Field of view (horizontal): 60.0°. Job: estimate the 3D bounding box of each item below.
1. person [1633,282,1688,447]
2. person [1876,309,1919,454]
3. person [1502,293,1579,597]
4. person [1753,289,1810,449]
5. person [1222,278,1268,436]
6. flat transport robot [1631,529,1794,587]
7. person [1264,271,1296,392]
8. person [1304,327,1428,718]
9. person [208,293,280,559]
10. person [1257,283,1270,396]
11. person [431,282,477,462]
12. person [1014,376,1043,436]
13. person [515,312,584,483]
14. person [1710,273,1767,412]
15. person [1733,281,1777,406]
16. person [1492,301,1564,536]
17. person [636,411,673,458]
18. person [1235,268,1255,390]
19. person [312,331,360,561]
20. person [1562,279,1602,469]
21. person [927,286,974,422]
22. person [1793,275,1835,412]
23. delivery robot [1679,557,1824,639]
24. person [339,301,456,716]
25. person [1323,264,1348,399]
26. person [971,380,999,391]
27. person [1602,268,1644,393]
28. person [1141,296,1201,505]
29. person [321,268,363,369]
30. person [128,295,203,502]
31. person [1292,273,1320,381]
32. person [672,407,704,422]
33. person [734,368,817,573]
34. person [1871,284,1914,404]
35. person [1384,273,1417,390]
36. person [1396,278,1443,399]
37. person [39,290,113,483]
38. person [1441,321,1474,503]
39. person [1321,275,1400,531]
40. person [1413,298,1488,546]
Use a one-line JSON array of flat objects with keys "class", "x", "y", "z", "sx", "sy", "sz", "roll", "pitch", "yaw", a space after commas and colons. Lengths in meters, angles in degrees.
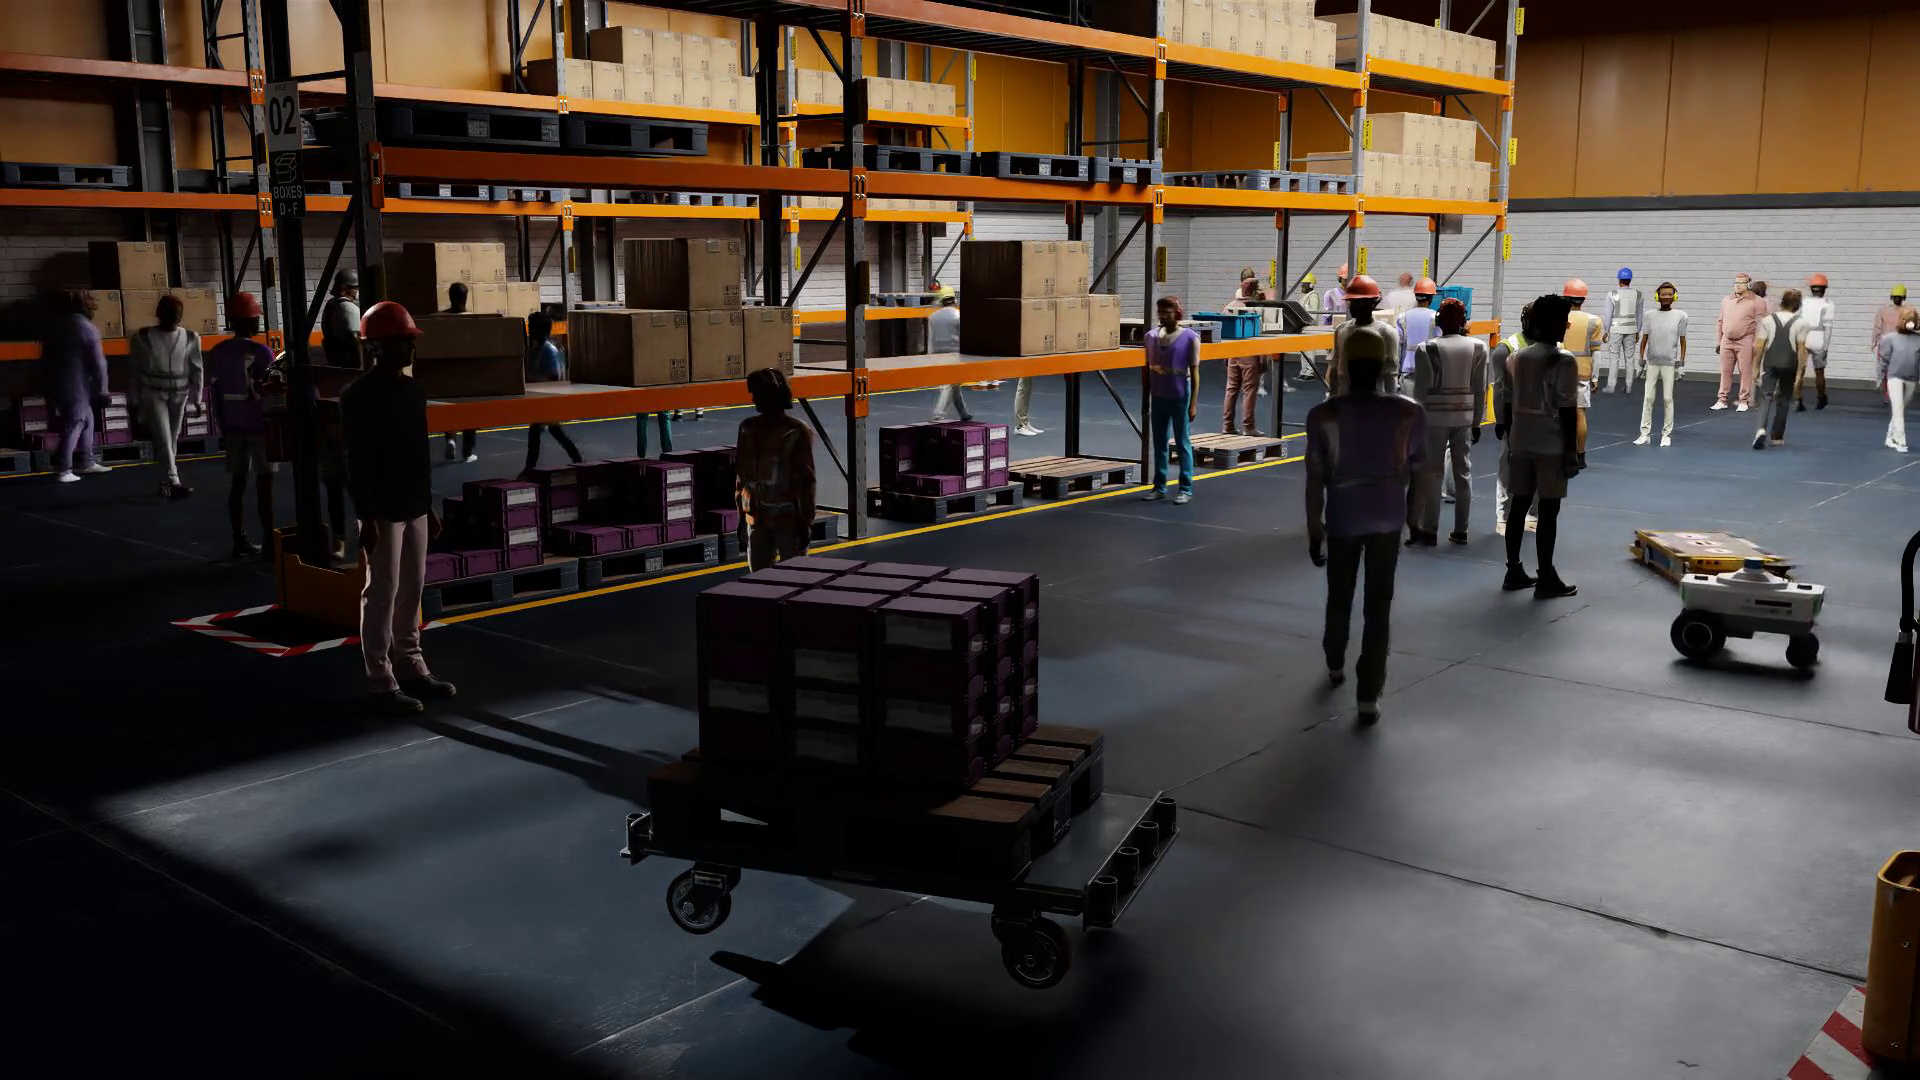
[{"class": "person", "x": 7.998, "y": -2.001, "z": 18.978, "sx": 0.531, "sy": 1.874, "sz": 0.315, "roll": 8, "pitch": 12, "yaw": 37}, {"class": "person", "x": 10.524, "y": -1.782, "z": 18.541, "sx": 0.512, "sy": 1.589, "sz": 0.841, "roll": 2, "pitch": 10, "yaw": 10}, {"class": "person", "x": 3.790, "y": -0.618, "z": 10.834, "sx": 0.368, "sy": 1.967, "sz": 0.600, "roll": -5, "pitch": 11, "yaw": -25}, {"class": "person", "x": 9.217, "y": -1.911, "z": 18.714, "sx": 0.535, "sy": 1.817, "sz": 0.887, "roll": 7, "pitch": 12, "yaw": 35}, {"class": "person", "x": 3.457, "y": -2.198, "z": 20.044, "sx": 0.396, "sy": 1.900, "sz": 0.650, "roll": -9, "pitch": 13, "yaw": -42}, {"class": "flat transport robot", "x": 5.134, "y": 0.128, "z": 11.413, "sx": 0.652, "sy": 0.197, "sz": 1.431, "roll": 1, "pitch": 10, "yaw": 8}, {"class": "person", "x": 4.867, "y": -3.313, "z": 26.273, "sx": 0.912, "sy": 1.949, "sz": 0.658, "roll": 3, "pitch": 10, "yaw": 15}, {"class": "person", "x": 2.002, "y": -0.114, "z": 8.257, "sx": 0.596, "sy": 1.864, "sz": 1.022, "roll": 2, "pitch": 10, "yaw": 11}, {"class": "person", "x": -5.127, "y": -0.815, "z": 12.086, "sx": 0.559, "sy": 1.936, "sz": 0.451, "roll": 3, "pitch": 11, "yaw": 18}, {"class": "person", "x": 4.504, "y": -3.042, "z": 25.304, "sx": 0.511, "sy": 1.721, "sz": 0.561, "roll": -2, "pitch": 10, "yaw": -13}, {"class": "person", "x": -5.258, "y": -1.748, "z": 17.464, "sx": 0.614, "sy": 1.900, "sz": 0.458, "roll": -1, "pitch": 10, "yaw": -3}, {"class": "person", "x": 0.825, "y": -2.187, "z": 20.064, "sx": 0.328, "sy": 1.865, "sz": 0.508, "roll": 4, "pitch": 11, "yaw": 19}, {"class": "person", "x": -3.933, "y": -1.348, "z": 15.877, "sx": 0.855, "sy": 1.658, "sz": 0.540, "roll": -6, "pitch": 12, "yaw": -30}, {"class": "person", "x": 10.767, "y": -2.729, "z": 23.032, "sx": 0.409, "sy": 1.908, "sz": 0.639, "roll": -8, "pitch": 13, "yaw": -39}, {"class": "person", "x": 11.282, "y": -2.774, "z": 23.617, "sx": 0.657, "sy": 1.802, "sz": 0.447, "roll": -9, "pitch": 13, "yaw": -41}, {"class": "person", "x": 4.479, "y": -0.946, "z": 13.061, "sx": 0.636, "sy": 1.842, "sz": 0.429, "roll": -3, "pitch": 10, "yaw": -18}, {"class": "person", "x": -3.187, "y": -1.636, "z": 17.202, "sx": 0.525, "sy": 1.770, "sz": 0.307, "roll": -1, "pitch": 10, "yaw": -6}, {"class": "person", "x": 4.594, "y": -3.362, "z": 26.550, "sx": 0.629, "sy": 1.936, "sz": 0.372, "roll": -9, "pitch": 14, "yaw": -42}, {"class": "person", "x": -4.532, "y": -0.719, "z": 12.306, "sx": 0.534, "sy": 1.662, "sz": 0.801, "roll": -2, "pitch": 10, "yaw": -12}, {"class": "person", "x": 6.246, "y": -1.689, "z": 17.010, "sx": 0.552, "sy": 1.938, "sz": 0.356, "roll": 2, "pitch": 10, "yaw": 14}, {"class": "person", "x": -0.097, "y": -2.300, "z": 20.977, "sx": 0.651, "sy": 1.776, "sz": 0.937, "roll": 8, "pitch": 13, "yaw": 39}, {"class": "person", "x": 11.861, "y": -2.733, "z": 23.120, "sx": 0.544, "sy": 1.877, "sz": 0.989, "roll": 9, "pitch": 13, "yaw": 41}, {"class": "delivery robot", "x": 4.356, "y": 0.336, "z": 9.158, "sx": 0.707, "sy": 0.478, "sz": 0.477, "roll": 6, "pitch": 12, "yaw": 29}, {"class": "person", "x": -2.753, "y": -0.157, "z": 8.133, "sx": 0.381, "sy": 1.994, "sz": 0.613, "roll": 2, "pitch": 10, "yaw": 13}, {"class": "person", "x": 5.416, "y": -2.864, "z": 23.440, "sx": 0.605, "sy": 2.033, "sz": 0.400, "roll": -2, "pitch": 10, "yaw": -11}, {"class": "person", "x": 0.411, "y": -3.321, "z": 26.332, "sx": 0.361, "sy": 1.932, "sz": 0.628, "roll": 9, "pitch": 14, "yaw": 43}, {"class": "person", "x": 10.308, "y": -3.252, "z": 25.885, "sx": 0.613, "sy": 1.947, "sz": 0.388, "roll": -1, "pitch": 10, "yaw": -4}, {"class": "person", "x": 1.872, "y": -1.236, "z": 14.741, "sx": 0.565, "sy": 1.835, "sz": 0.389, "roll": 8, "pitch": 13, "yaw": 39}, {"class": "person", "x": -6.687, "y": -1.970, "z": 18.324, "sx": 0.535, "sy": 2.000, "sz": 0.684, "roll": -9, "pitch": 14, "yaw": -43}, {"class": "person", "x": -7.091, "y": -1.266, "z": 14.903, "sx": 0.598, "sy": 1.829, "sz": 0.912, "roll": -8, "pitch": 13, "yaw": -39}, {"class": "person", "x": 5.884, "y": -3.610, "z": 28.252, "sx": 0.404, "sy": 1.832, "sz": 0.600, "roll": -1, "pitch": 10, "yaw": -5}, {"class": "person", "x": -3.592, "y": -2.450, "z": 21.678, "sx": 0.592, "sy": 1.823, "sz": 0.404, "roll": -3, "pitch": 10, "yaw": -17}, {"class": "person", "x": -0.972, "y": -0.086, "z": 8.739, "sx": 0.523, "sy": 1.638, "sz": 0.310, "roll": 7, "pitch": 12, "yaw": 35}, {"class": "person", "x": 13.661, "y": -2.877, "z": 24.327, "sx": 0.524, "sy": 1.741, "sz": 0.759, "roll": 9, "pitch": 13, "yaw": 42}, {"class": "person", "x": 7.122, "y": -3.325, "z": 26.568, "sx": 0.647, "sy": 1.864, "sz": 0.958, "roll": 8, "pitch": 13, "yaw": 40}, {"class": "person", "x": 4.964, "y": -1.849, "z": 17.931, "sx": 0.553, "sy": 1.935, "sz": 0.362, "roll": 6, "pitch": 12, "yaw": 31}, {"class": "person", "x": -8.520, "y": -1.487, "z": 16.137, "sx": 0.727, "sy": 1.856, "sz": 0.717, "roll": 7, "pitch": 12, "yaw": 33}, {"class": "person", "x": 4.367, "y": -1.149, "z": 14.792, "sx": 0.310, "sy": 1.638, "sz": 0.523, "roll": -4, "pitch": 11, "yaw": -24}, {"class": "person", "x": 3.137, "y": -1.050, "z": 13.076, "sx": 0.388, "sy": 2.045, "sz": 0.605, "roll": -8, "pitch": 13, "yaw": -38}, {"class": "person", "x": 3.695, "y": -0.890, "z": 12.627, "sx": 0.573, "sy": 1.883, "sz": 0.356, "roll": -1, "pitch": 10, "yaw": -7}]
